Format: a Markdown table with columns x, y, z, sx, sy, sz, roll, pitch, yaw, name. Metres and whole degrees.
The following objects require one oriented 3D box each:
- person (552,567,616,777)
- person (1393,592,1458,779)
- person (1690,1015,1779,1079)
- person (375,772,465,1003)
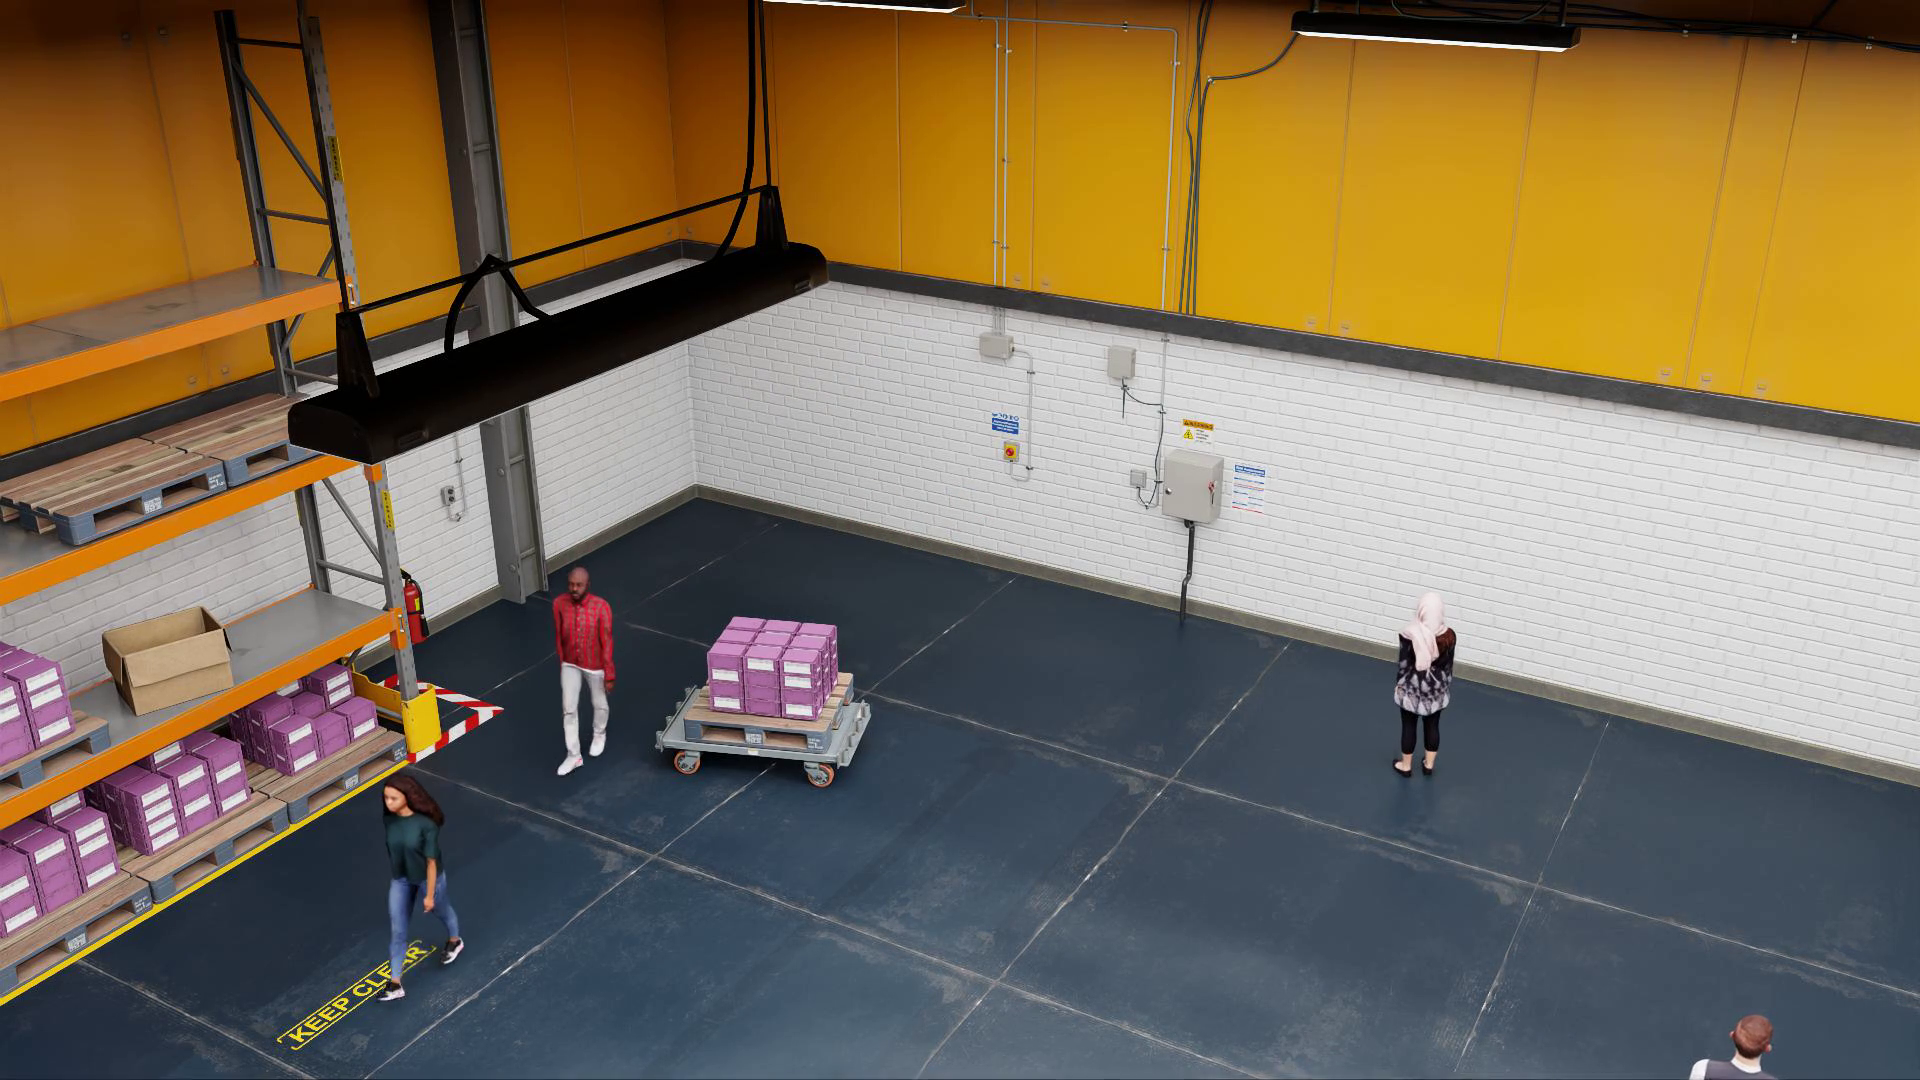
| x | y | z | sx | sy | sz | roll | pitch | yaw | name |
| --- | --- | --- | --- | --- | --- | --- | --- | --- | --- |
| -3.095 | 0.976 | 13.849 | 0.945 | 1.791 | 1.112 | 3 | 24 | 6 | person |
| 3.779 | 1.180 | 13.574 | 0.750 | 1.636 | 0.791 | -2 | 24 | -5 | person |
| 3.901 | 3.229 | 8.512 | 0.648 | 1.937 | 0.556 | 12 | 27 | 26 | person |
| -3.587 | 2.249 | 11.206 | 0.771 | 1.575 | 1.123 | 6 | 24 | 14 | person |
